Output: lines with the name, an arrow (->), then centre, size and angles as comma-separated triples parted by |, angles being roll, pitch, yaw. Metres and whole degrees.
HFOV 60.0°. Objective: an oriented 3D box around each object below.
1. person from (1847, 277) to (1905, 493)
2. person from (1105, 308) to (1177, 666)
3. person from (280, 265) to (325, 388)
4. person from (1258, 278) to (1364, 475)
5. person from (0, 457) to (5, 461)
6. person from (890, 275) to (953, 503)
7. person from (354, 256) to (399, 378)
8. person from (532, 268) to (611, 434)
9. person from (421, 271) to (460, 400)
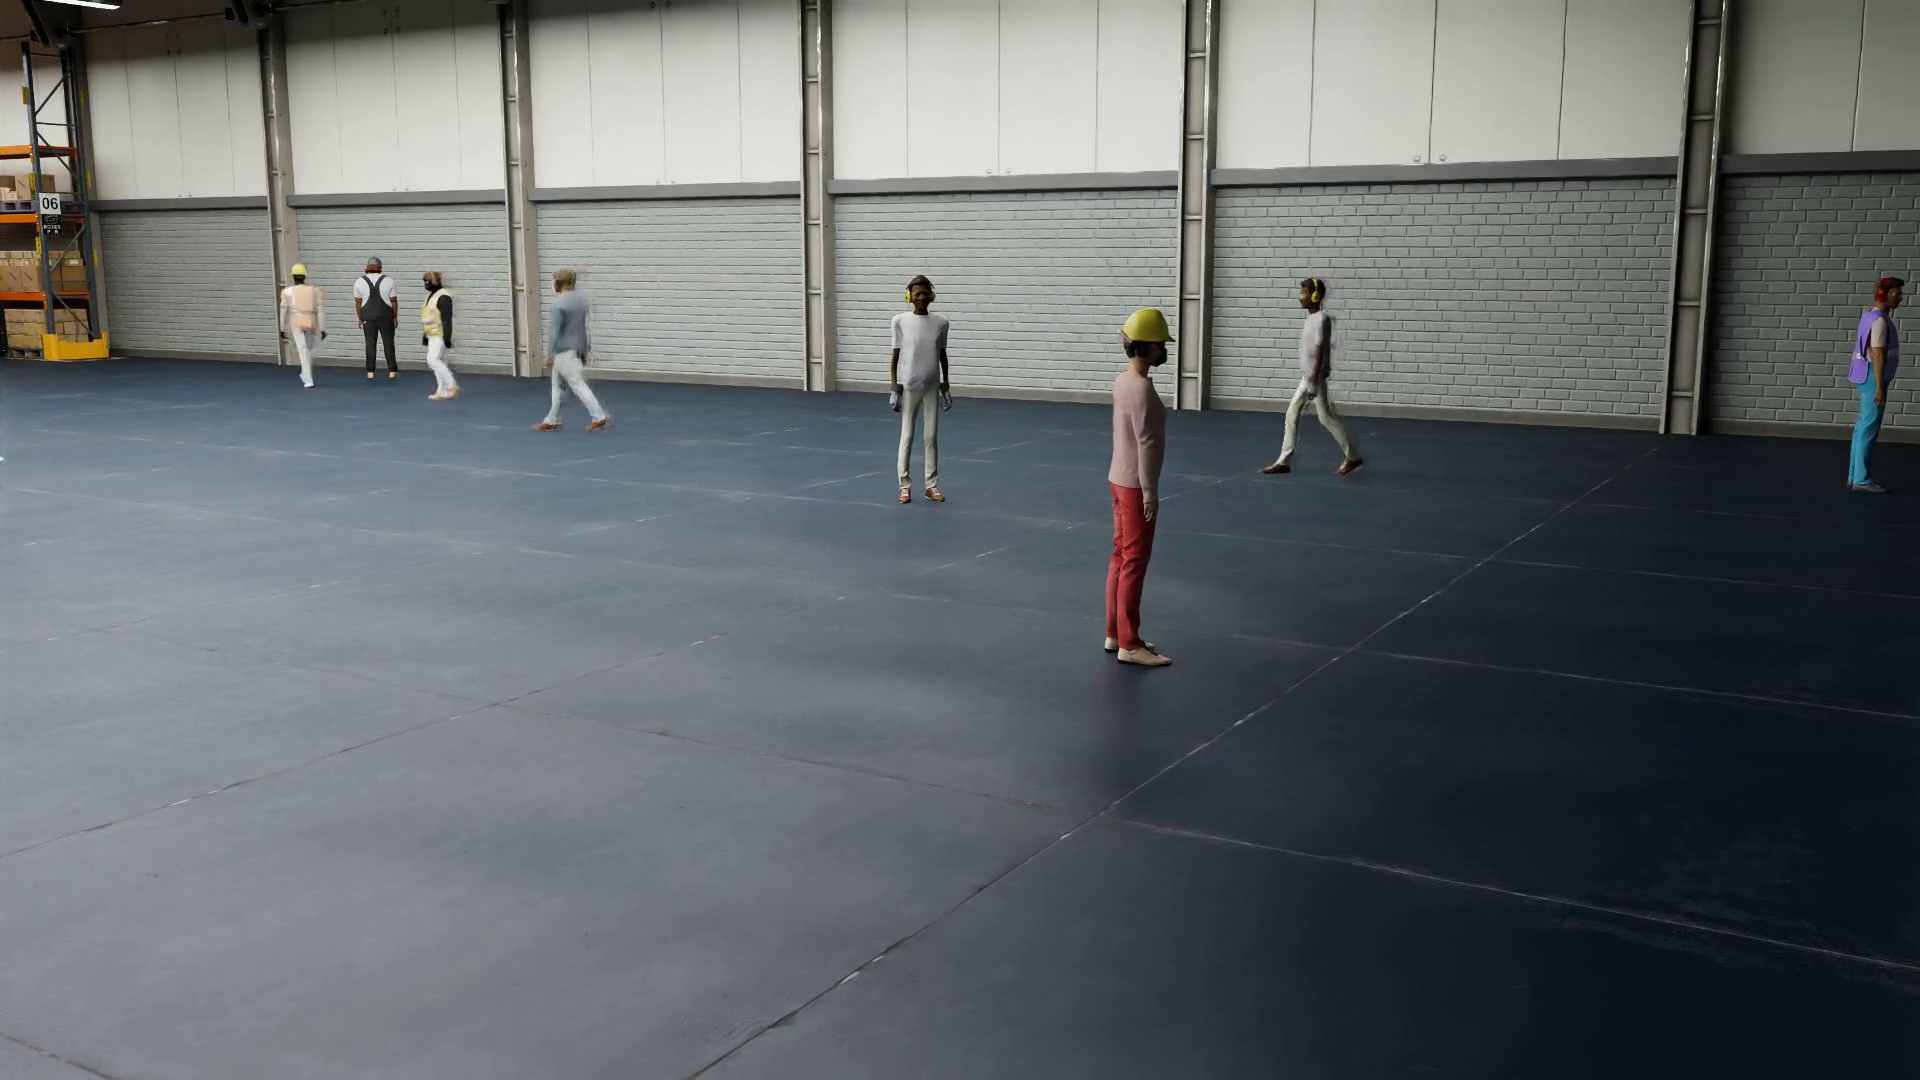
person -> 7.859, -1.333, 14.314 | 0.375, 1.842, 0.574 | 4, 10, 21
person -> 0.905, -0.264, 8.292 | 0.316, 1.767, 0.535 | -1, 10, -7
person -> -10.214, -3.308, 25.767 | 0.615, 1.873, 0.969 | -7, 12, -36
person -> 3.307, -1.496, 15.339 | 0.951, 1.832, 0.535 | -1, 10, -3
person -> -9.803, -1.616, 16.334 | 0.579, 1.729, 0.488 | 1, 10, 5
person -> -0.317, -1.237, 13.683 | 0.533, 1.870, 0.315 | -3, 10, -17
person -> -9.709, -3.723, 27.735 | 0.678, 2.000, 0.537 | -2, 10, -13
person -> -4.440, -2.154, 18.992 | 0.999, 1.900, 0.644 | 2, 10, 12
person -> -7.340, -2.862, 23.373 | 0.444, 1.817, 0.623 | -6, 11, -31
